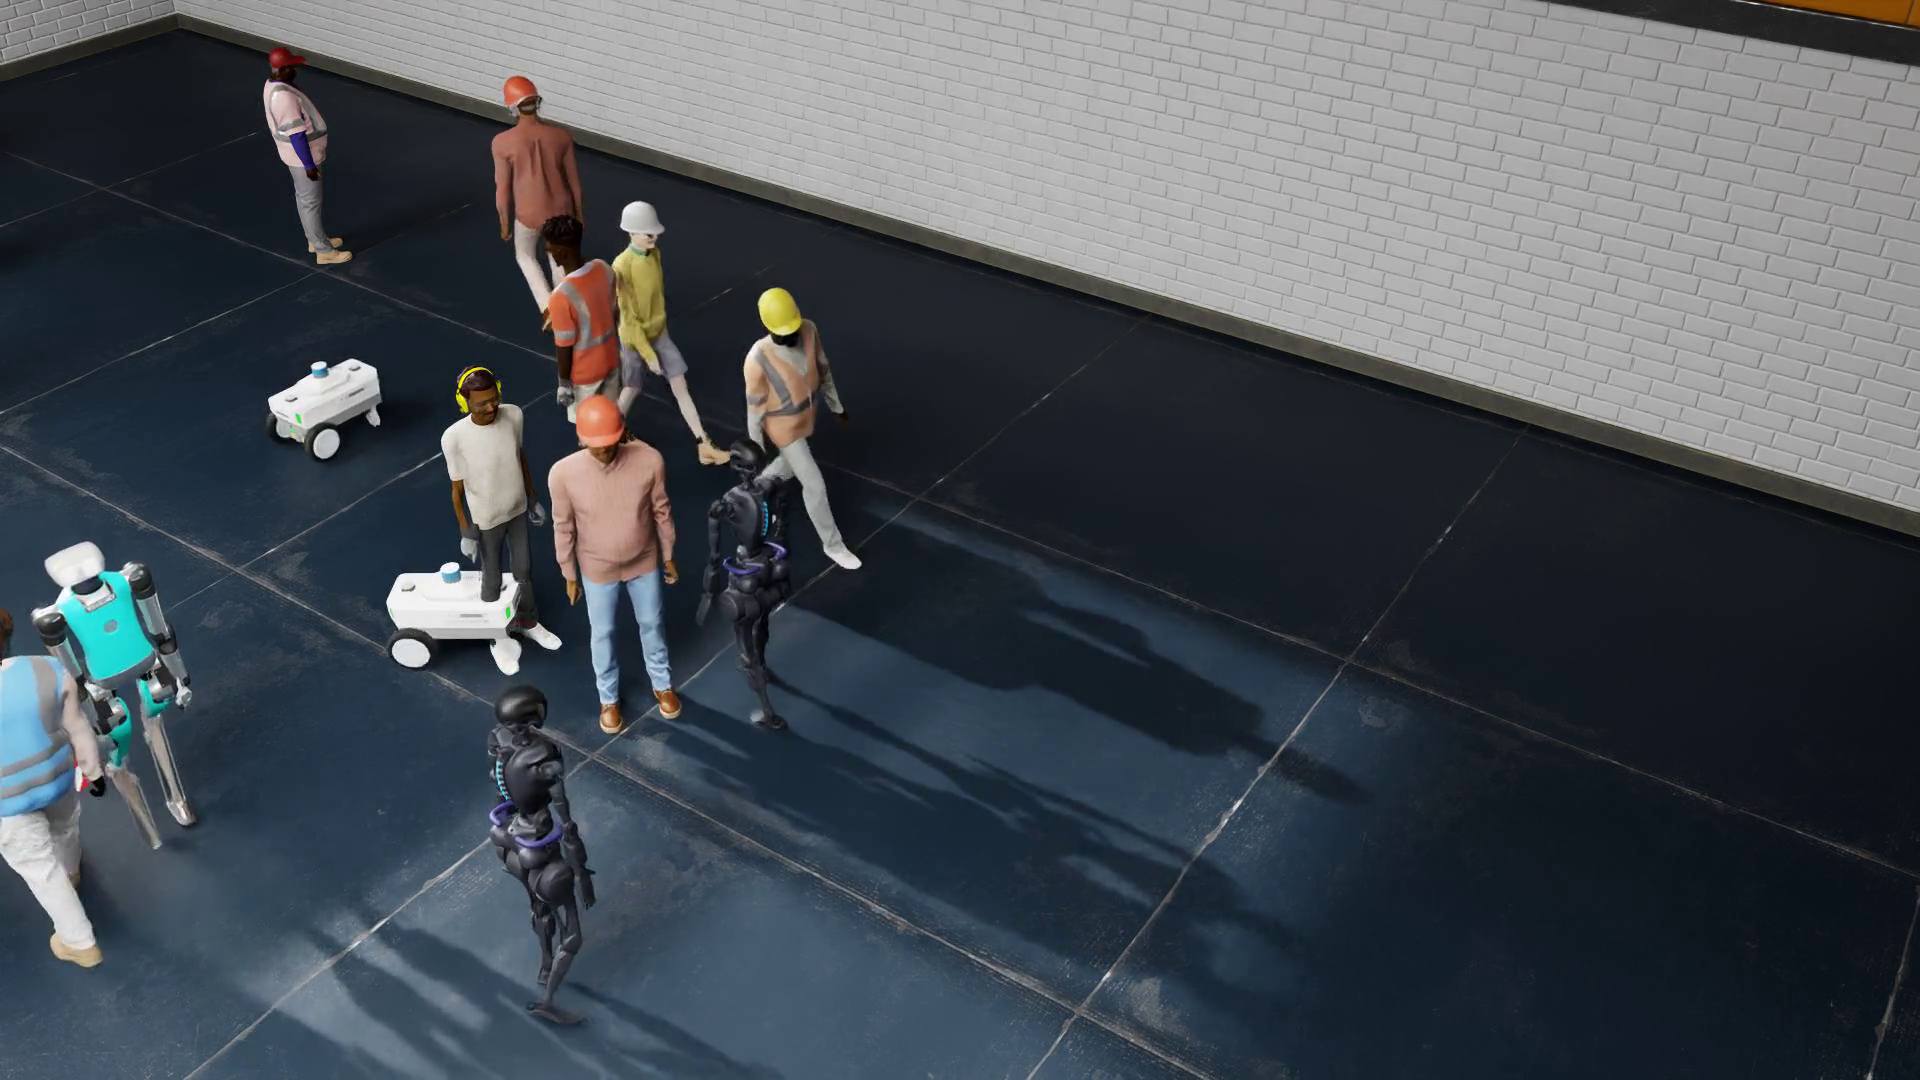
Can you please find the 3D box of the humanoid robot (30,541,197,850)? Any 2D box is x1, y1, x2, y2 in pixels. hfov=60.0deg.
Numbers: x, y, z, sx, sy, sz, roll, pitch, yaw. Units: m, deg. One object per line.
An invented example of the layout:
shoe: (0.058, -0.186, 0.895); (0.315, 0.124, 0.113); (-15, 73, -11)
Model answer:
humanoid robot: (-4.045, 0.708, 7.972); (0.670, 1.802, 0.558); (27, 43, 33)

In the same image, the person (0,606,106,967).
person: (-4.207, 1.040, 7.449); (0.897, 1.786, 0.604); (29, 44, 34)

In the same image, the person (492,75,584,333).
person: (-3.074, -2.418, 12.234); (0.655, 1.965, 0.520); (-18, 39, -24)

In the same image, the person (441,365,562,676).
person: (-2.493, -0.125, 9.048); (0.309, 1.868, 0.530); (26, 43, 32)

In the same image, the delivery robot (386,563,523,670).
delivery robot: (-2.858, 0.399, 9.447); (0.801, 0.598, 0.499); (0, 35, 0)

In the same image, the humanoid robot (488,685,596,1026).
humanoid robot: (-1.848, 1.347, 7.116); (0.608, 1.648, 0.471); (28, 44, 34)

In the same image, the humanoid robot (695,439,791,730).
humanoid robot: (-1.118, 0.215, 8.757); (0.612, 1.637, 0.611); (28, 44, 34)

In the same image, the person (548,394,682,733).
person: (-1.759, 0.117, 8.596); (0.612, 1.992, 0.383); (-12, 37, -17)

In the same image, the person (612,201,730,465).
person: (-1.989, -1.304, 10.763); (0.951, 1.841, 0.487); (18, 39, 24)

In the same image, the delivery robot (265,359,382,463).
delivery robot: (-4.329, -0.927, 11.332); (0.524, 0.586, 0.754); (22, 41, 28)

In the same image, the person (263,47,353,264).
person: (-5.273, -3.093, 13.389); (0.420, 1.754, 0.599); (-17, 39, -23)

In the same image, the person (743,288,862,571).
person: (-1.040, -0.720, 9.889); (0.937, 1.872, 0.674); (17, 38, 22)

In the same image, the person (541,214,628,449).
person: (-2.324, -1.106, 10.378); (0.383, 1.955, 0.605); (13, 37, 18)
